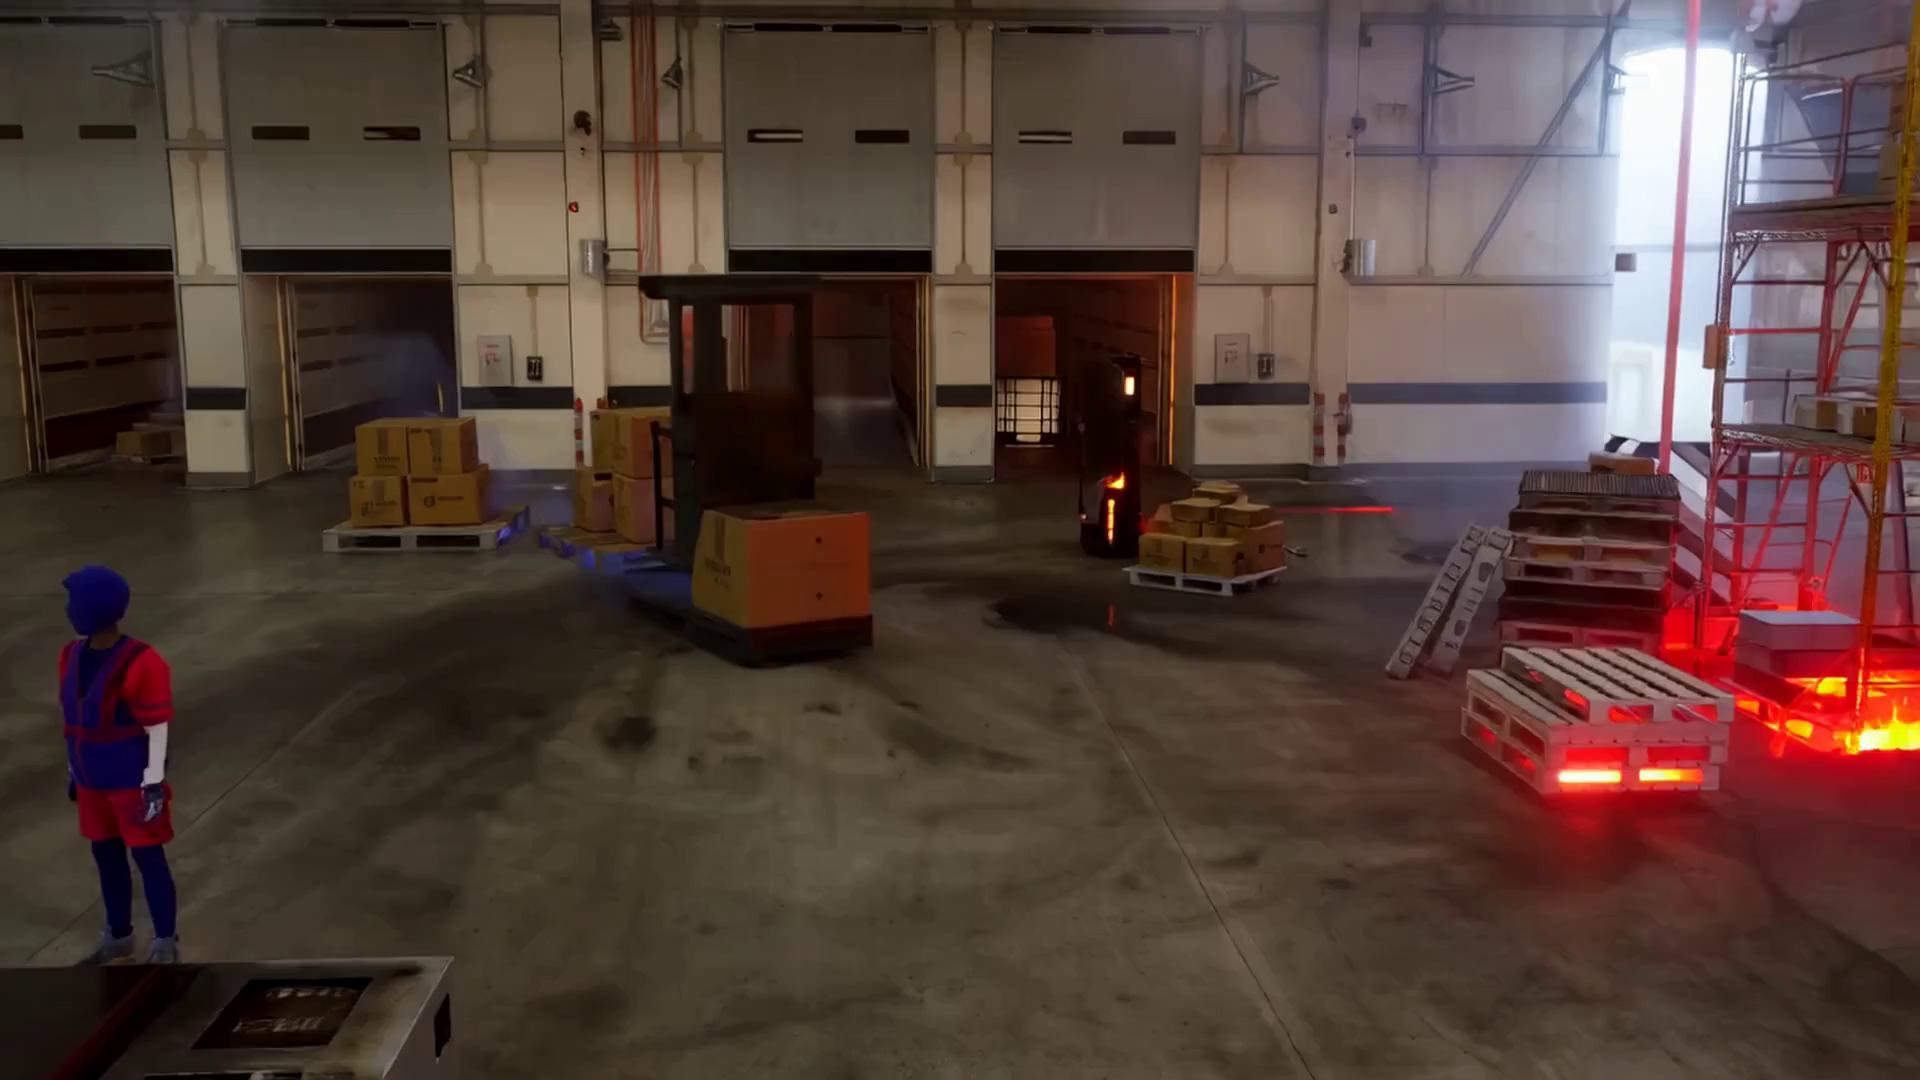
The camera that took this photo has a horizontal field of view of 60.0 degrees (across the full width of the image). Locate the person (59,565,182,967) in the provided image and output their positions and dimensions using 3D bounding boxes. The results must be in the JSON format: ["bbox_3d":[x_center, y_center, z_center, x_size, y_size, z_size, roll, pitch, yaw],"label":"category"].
[{"bbox_3d":[-3.340,0.935,6.579,0.540,1.695,0.317,4,10,24],"label":"person"}]

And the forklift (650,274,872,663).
[{"bbox_3d":[-1.537,-0.621,12.644,1.129,2.768,1.873,-5,10,-30],"label":"forklift"}]

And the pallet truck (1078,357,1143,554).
[{"bbox_3d":[2.088,-0.836,16.757,1.885,1.965,0.823,2,9,13],"label":"pallet truck"}]
